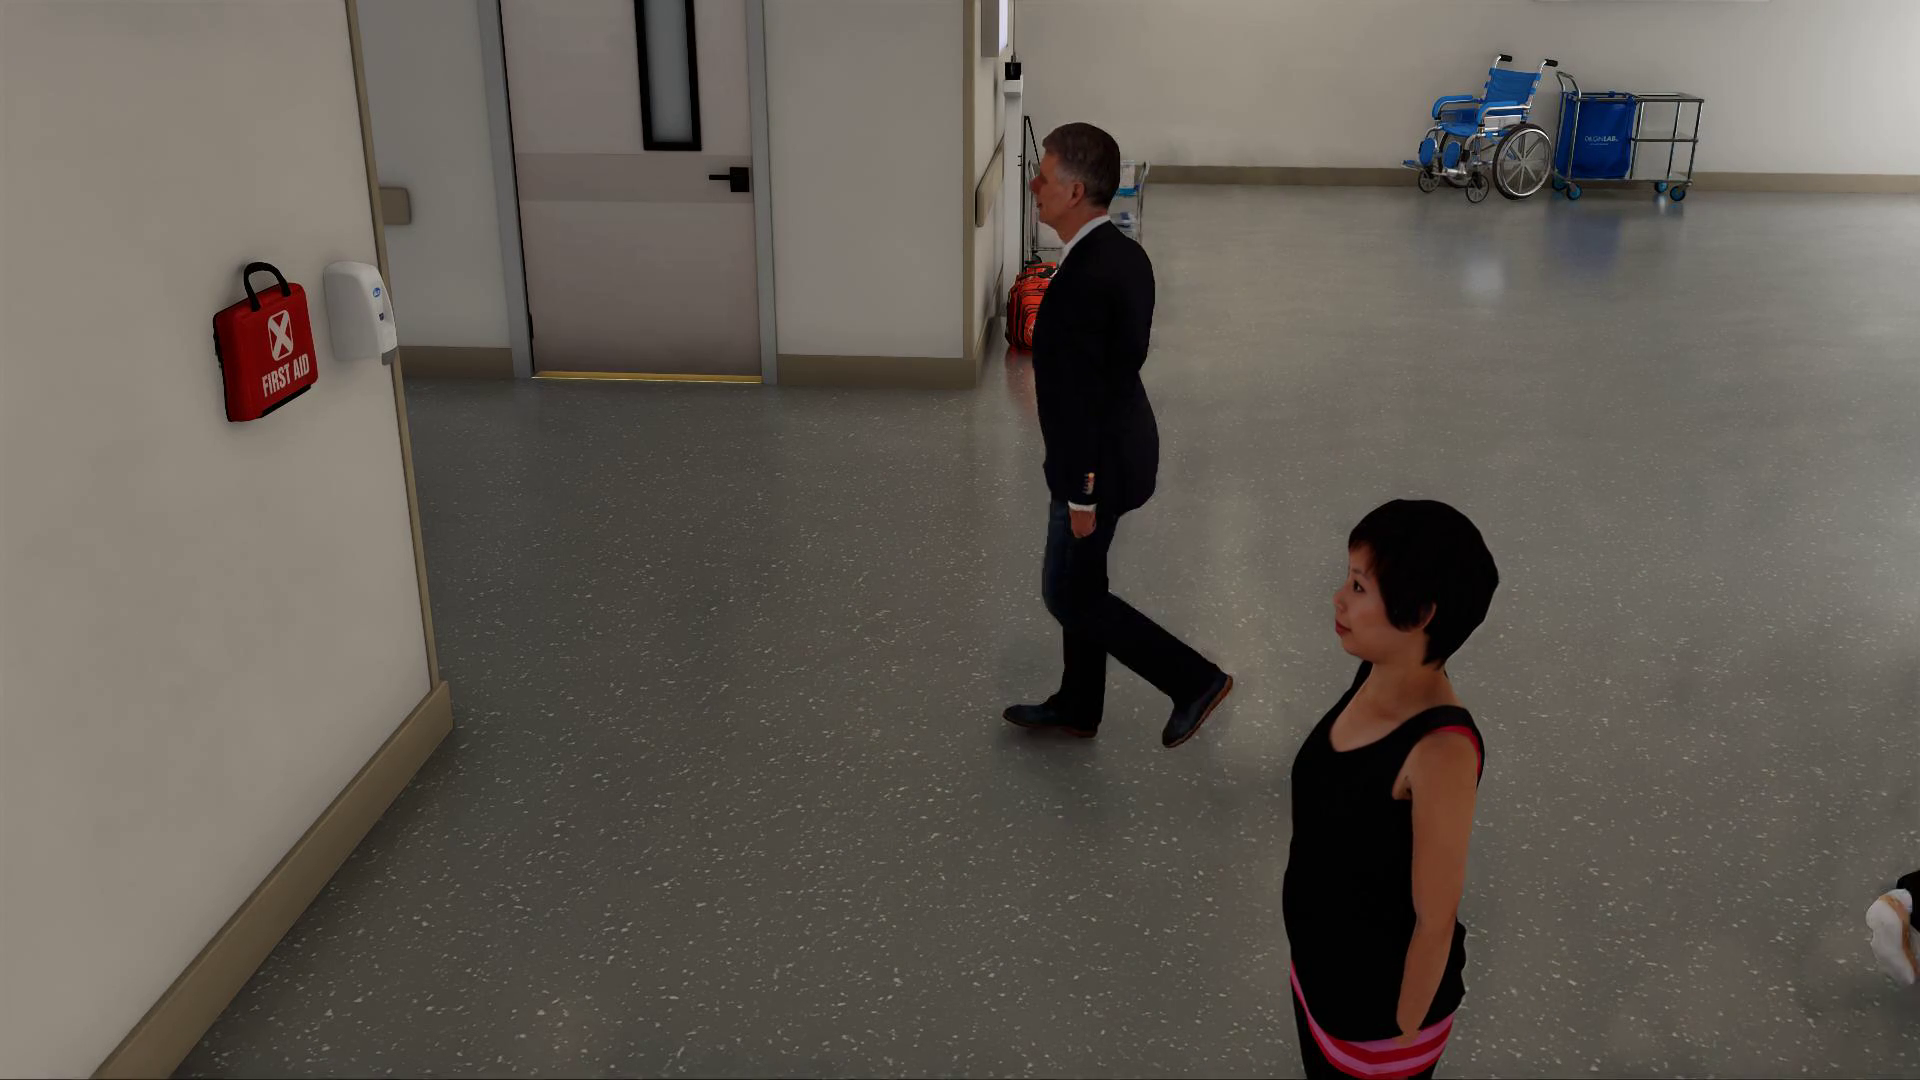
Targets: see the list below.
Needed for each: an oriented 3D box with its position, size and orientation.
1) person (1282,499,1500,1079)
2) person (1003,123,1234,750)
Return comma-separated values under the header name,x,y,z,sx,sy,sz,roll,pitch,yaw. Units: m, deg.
name,x,y,z,sx,sy,sz,roll,pitch,yaw
person,0.652,0.666,2.619,0.628,1.553,0.478,-1,21,-3
person,0.461,-0.224,4.625,0.900,1.796,0.961,7,22,18
